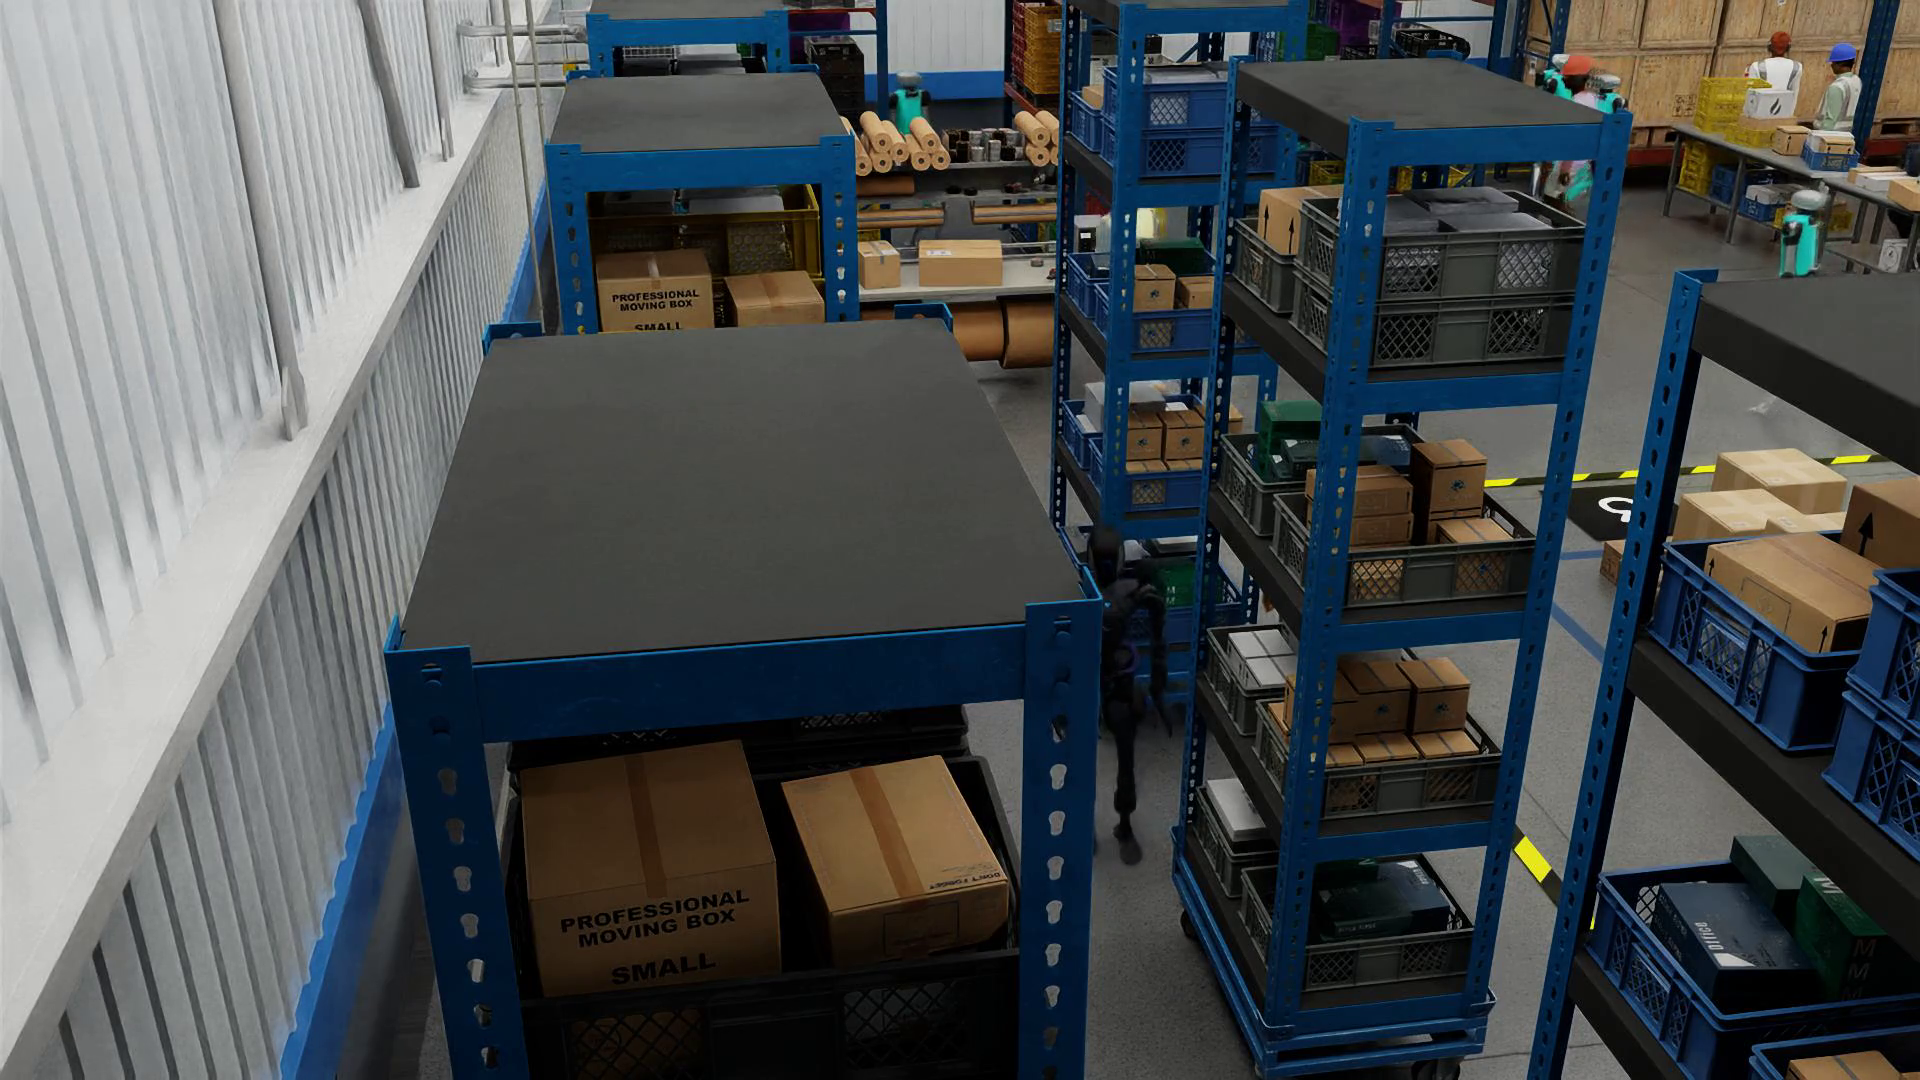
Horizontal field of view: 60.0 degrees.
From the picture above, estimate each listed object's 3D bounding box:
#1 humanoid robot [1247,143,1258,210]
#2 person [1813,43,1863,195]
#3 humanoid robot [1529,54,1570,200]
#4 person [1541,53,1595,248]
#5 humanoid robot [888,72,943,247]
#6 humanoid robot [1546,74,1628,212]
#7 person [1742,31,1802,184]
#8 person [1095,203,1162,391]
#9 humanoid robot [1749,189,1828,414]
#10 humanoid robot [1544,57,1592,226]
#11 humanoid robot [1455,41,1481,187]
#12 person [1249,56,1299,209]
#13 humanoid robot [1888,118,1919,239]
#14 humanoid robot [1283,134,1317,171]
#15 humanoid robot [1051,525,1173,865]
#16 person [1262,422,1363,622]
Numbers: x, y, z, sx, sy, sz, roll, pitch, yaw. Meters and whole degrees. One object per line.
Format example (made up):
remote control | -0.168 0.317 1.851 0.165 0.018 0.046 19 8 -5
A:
humanoid robot | 3.132 -4.407 18.181 0.371 1.648 0.600 5 25 10
person | 9.138 -4.217 17.468 0.394 1.939 0.601 22 33 39
humanoid robot | 6.553 -4.480 18.265 0.559 1.743 0.847 14 28 27
person | 5.983 -3.718 16.282 0.570 2.024 0.621 15 28 29
humanoid robot | -0.348 -3.694 16.690 0.568 1.882 0.821 -20 31 -37
humanoid robot | 6.149 -3.759 16.593 0.736 1.690 0.531 -8 26 -18
person | 9.030 -4.722 18.631 0.579 1.881 0.340 2 25 4
person | 1.248 -1.848 12.460 0.676 1.819 0.633 19 31 36
humanoid robot | 6.391 -1.616 12.129 1.024 1.773 0.544 18 30 34
humanoid robot | 6.458 -4.107 17.511 0.554 1.832 0.693 -15 28 -29
humanoid robot | 5.762 -4.954 19.364 0.599 1.657 0.315 9 26 19
person | 3.482 -4.559 18.335 0.600 1.830 0.404 9 26 18
humanoid robot | 8.797 -3.062 15.261 0.434 1.641 0.586 -4 25 -8
humanoid robot | 3.630 -4.447 18.246 0.740 1.811 0.539 -9 26 -18
humanoid robot | 0.623 0.657 7.185 0.603 1.635 0.396 -2 25 -3
person | 1.738 0.198 7.972 0.597 1.850 0.386 -2 25 -4
